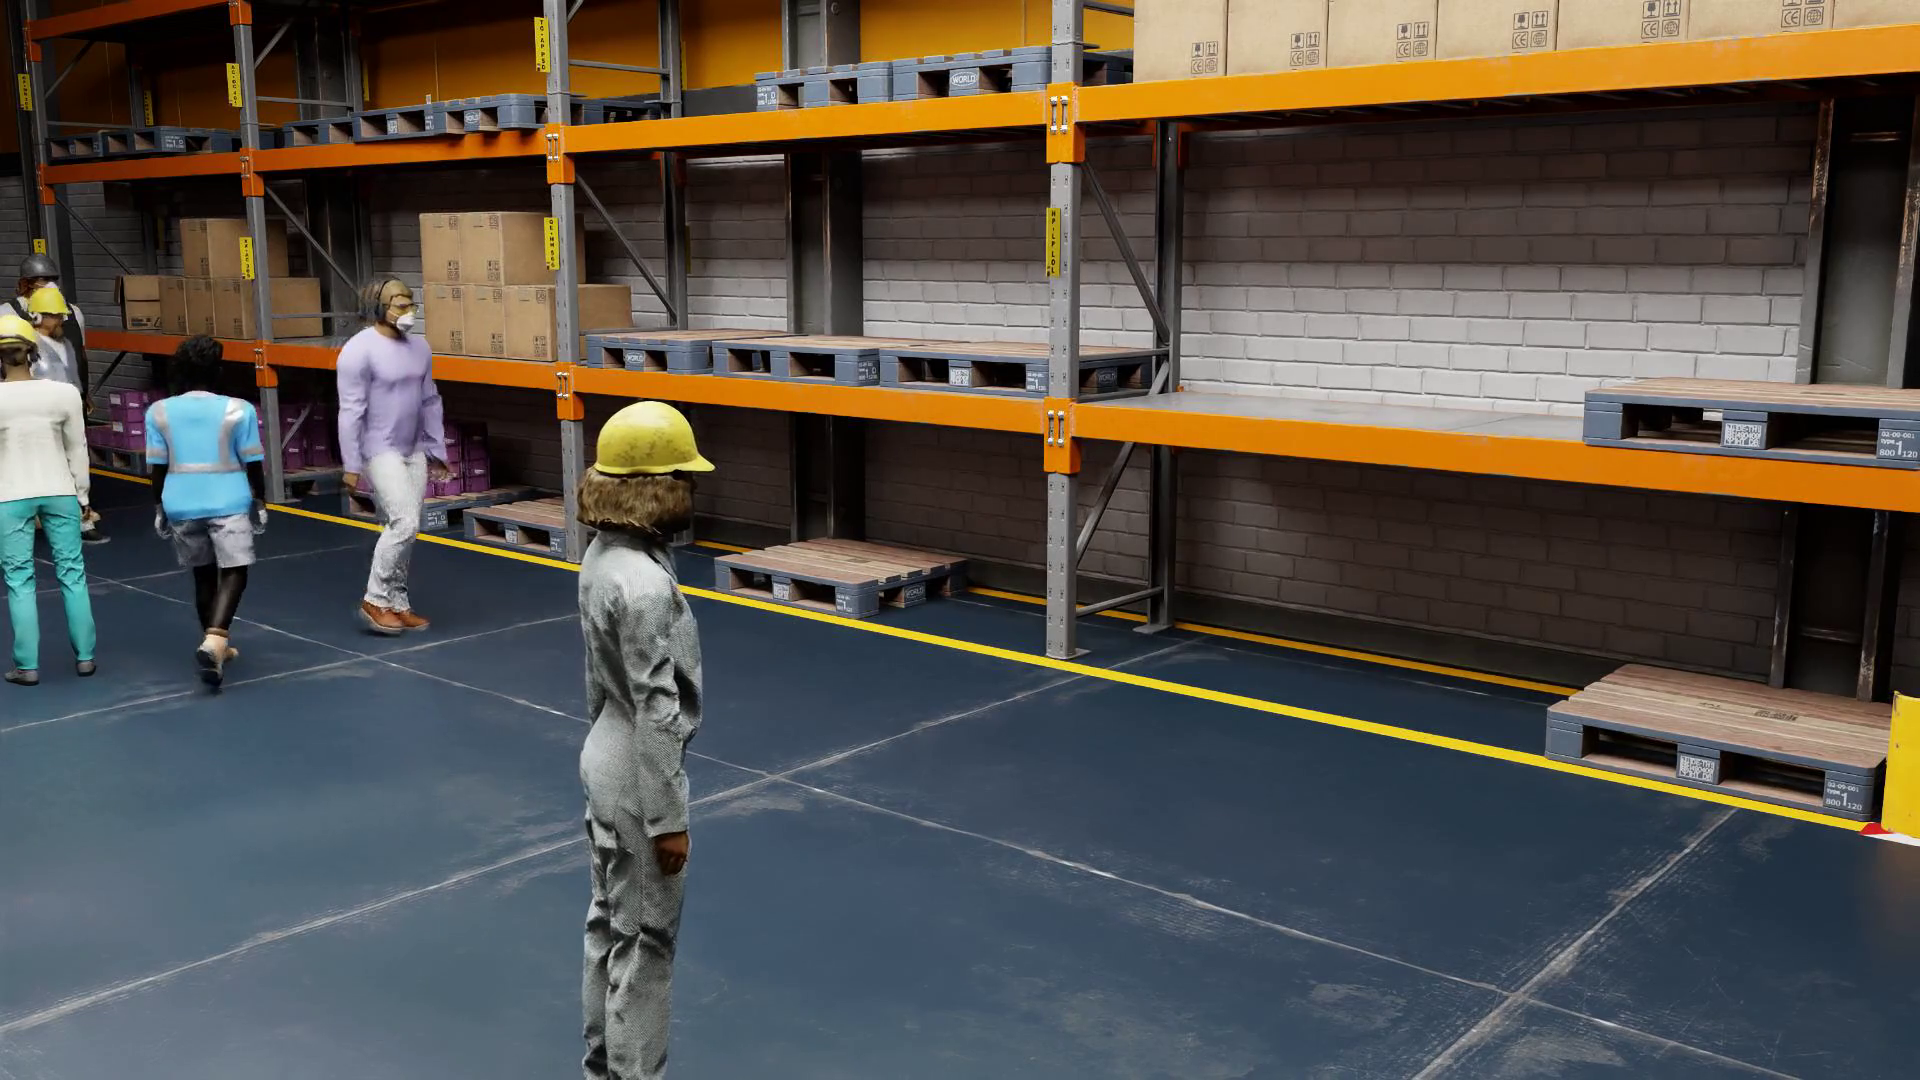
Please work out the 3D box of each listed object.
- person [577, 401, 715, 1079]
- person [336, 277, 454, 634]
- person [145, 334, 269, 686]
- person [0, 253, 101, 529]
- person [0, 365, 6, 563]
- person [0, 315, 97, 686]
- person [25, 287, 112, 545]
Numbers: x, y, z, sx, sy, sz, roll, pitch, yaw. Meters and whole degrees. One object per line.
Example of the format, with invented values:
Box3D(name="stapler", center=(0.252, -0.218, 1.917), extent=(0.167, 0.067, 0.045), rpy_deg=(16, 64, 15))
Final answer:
Box3D(name="person", center=(-0.697, 0.558, 3.751), extent=(0.322, 1.742, 0.492), rpy_deg=(-4, 11, -23))
Box3D(name="person", center=(-3.018, -0.439, 8.917), extent=(0.442, 1.921, 0.643), rpy_deg=(3, 10, 17))
Box3D(name="person", center=(-3.604, -0.142, 7.951), extent=(0.537, 1.675, 0.756), rpy_deg=(-1, 10, -6))
Box3D(name="person", center=(-6.780, -1.114, 12.423), extent=(0.537, 2.000, 0.682), rpy_deg=(6, 12, 32))
Box3D(name="person", center=(-6.524, -0.785, 10.973), extent=(0.603, 1.907, 0.542), rpy_deg=(-6, 12, -31))
Box3D(name="person", center=(-4.431, -0.185, 7.940), extent=(0.522, 1.761, 0.327), rpy_deg=(-9, 13, -41))
Box3D(name="person", center=(-6.329, -0.847, 11.542), extent=(0.618, 1.810, 0.607), rpy_deg=(1, 10, 6))
